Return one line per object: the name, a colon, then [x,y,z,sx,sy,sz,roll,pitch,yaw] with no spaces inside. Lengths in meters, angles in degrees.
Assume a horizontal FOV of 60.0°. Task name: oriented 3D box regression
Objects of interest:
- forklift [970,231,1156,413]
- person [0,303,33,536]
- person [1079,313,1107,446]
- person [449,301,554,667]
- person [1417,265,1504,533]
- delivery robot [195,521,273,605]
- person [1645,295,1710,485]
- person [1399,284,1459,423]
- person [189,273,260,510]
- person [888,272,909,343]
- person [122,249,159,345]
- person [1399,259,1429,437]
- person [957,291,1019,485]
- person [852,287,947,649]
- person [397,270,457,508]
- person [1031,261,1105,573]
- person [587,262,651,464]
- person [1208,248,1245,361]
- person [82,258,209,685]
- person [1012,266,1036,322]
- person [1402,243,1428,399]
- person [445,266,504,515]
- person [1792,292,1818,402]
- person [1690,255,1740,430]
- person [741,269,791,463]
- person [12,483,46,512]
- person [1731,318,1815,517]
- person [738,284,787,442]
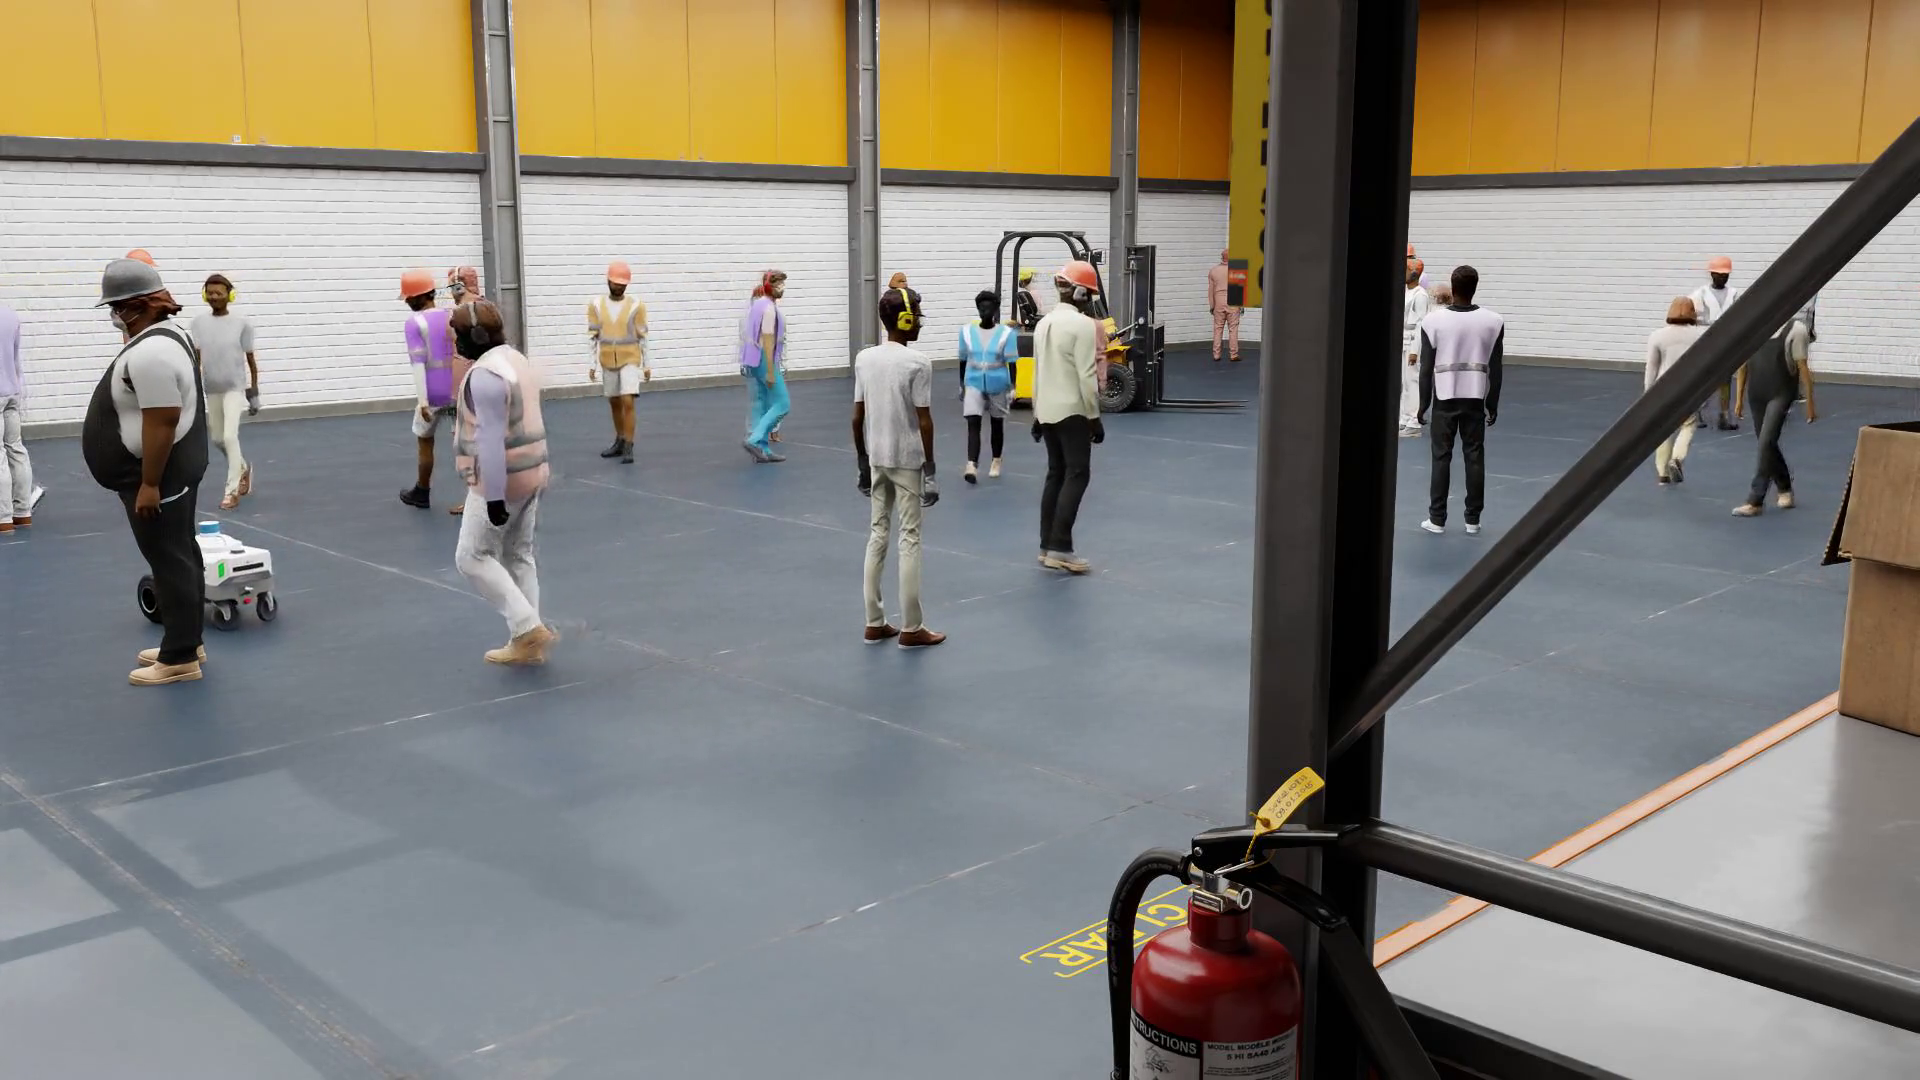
forklift: [1.222,-2.721,20.561,2.313,2.155,1.214,2,11,13]
person: [-6.910,-0.994,11.840,0.373,1.941,0.627,1,10,3]
person: [1.023,-1.402,14.621,0.528,1.746,0.736,1,10,5]
person: [-2.246,-0.256,8.160,0.436,1.820,0.646,1,10,4]
person: [3.575,-0.999,11.924,0.592,1.919,0.392,1,10,3]
delivery robot: [-4.128,0.140,9.177,0.707,0.478,0.477,7,13,34]
person: [6.100,-1.263,14.153,0.531,1.620,0.382,6,12,29]
person: [5.322,-2.043,18.517,0.910,1.577,0.521,1,10,5]
person: [-5.831,-1.204,13.251,0.508,1.849,0.830,0,10,-1]
person: [-0.835,-2.798,22.508,0.285,1.633,0.501,-6,12,-29]
person: [-8.054,-1.865,16.438,0.376,1.995,0.609,-9,13,-39]
person: [4.782,-2.034,17.667,0.353,1.883,0.572,0,10,2]
person: [0.235,-1.312,14.338,0.547,1.642,0.875,1,10,8]
person: [-0.325,-0.369,8.640,0.518,1.865,0.323,8,13,37]
person: [-3.990,-1.124,12.743,0.973,1.870,0.581,9,14,41]
person: [0.664,-0.784,10.630,0.596,1.965,0.816,-5,12,-27]
person: [-3.216,-1.681,15.757,0.569,1.896,0.703,1,10,4]
person: [4.539,-3.984,28.220,0.645,1.913,0.409,5,11,25]
person: [-3.894,-0.335,7.970,0.537,2.000,0.678,-3,11,-18]
person: [0.950,-2.735,21.893,0.554,1.737,0.525,1,10,4]
person: [5.784,-2.865,21.759,0.605,2.045,0.387,6,12,28]
person: [-3.752,-1.145,12.773,0.406,1.903,0.638,2,11,11]
person: [10.684,-2.730,21.239,0.608,1.963,0.374,-3,11,-16]
person: [8.286,-2.140,18.189,0.567,1.900,0.872,0,10,-1]
person: [-1.799,-1.603,15.470,0.446,1.821,0.598,-4,11,-22]
person: [-7.188,-1.042,12.231,0.497,1.888,0.630,-8,13,-36]
person: [6.294,-1.091,12.784,0.890,1.802,0.579,-7,12,-33]
person: [-2.029,-1.819,17.174,0.503,1.631,0.282,-1,10,-8]
